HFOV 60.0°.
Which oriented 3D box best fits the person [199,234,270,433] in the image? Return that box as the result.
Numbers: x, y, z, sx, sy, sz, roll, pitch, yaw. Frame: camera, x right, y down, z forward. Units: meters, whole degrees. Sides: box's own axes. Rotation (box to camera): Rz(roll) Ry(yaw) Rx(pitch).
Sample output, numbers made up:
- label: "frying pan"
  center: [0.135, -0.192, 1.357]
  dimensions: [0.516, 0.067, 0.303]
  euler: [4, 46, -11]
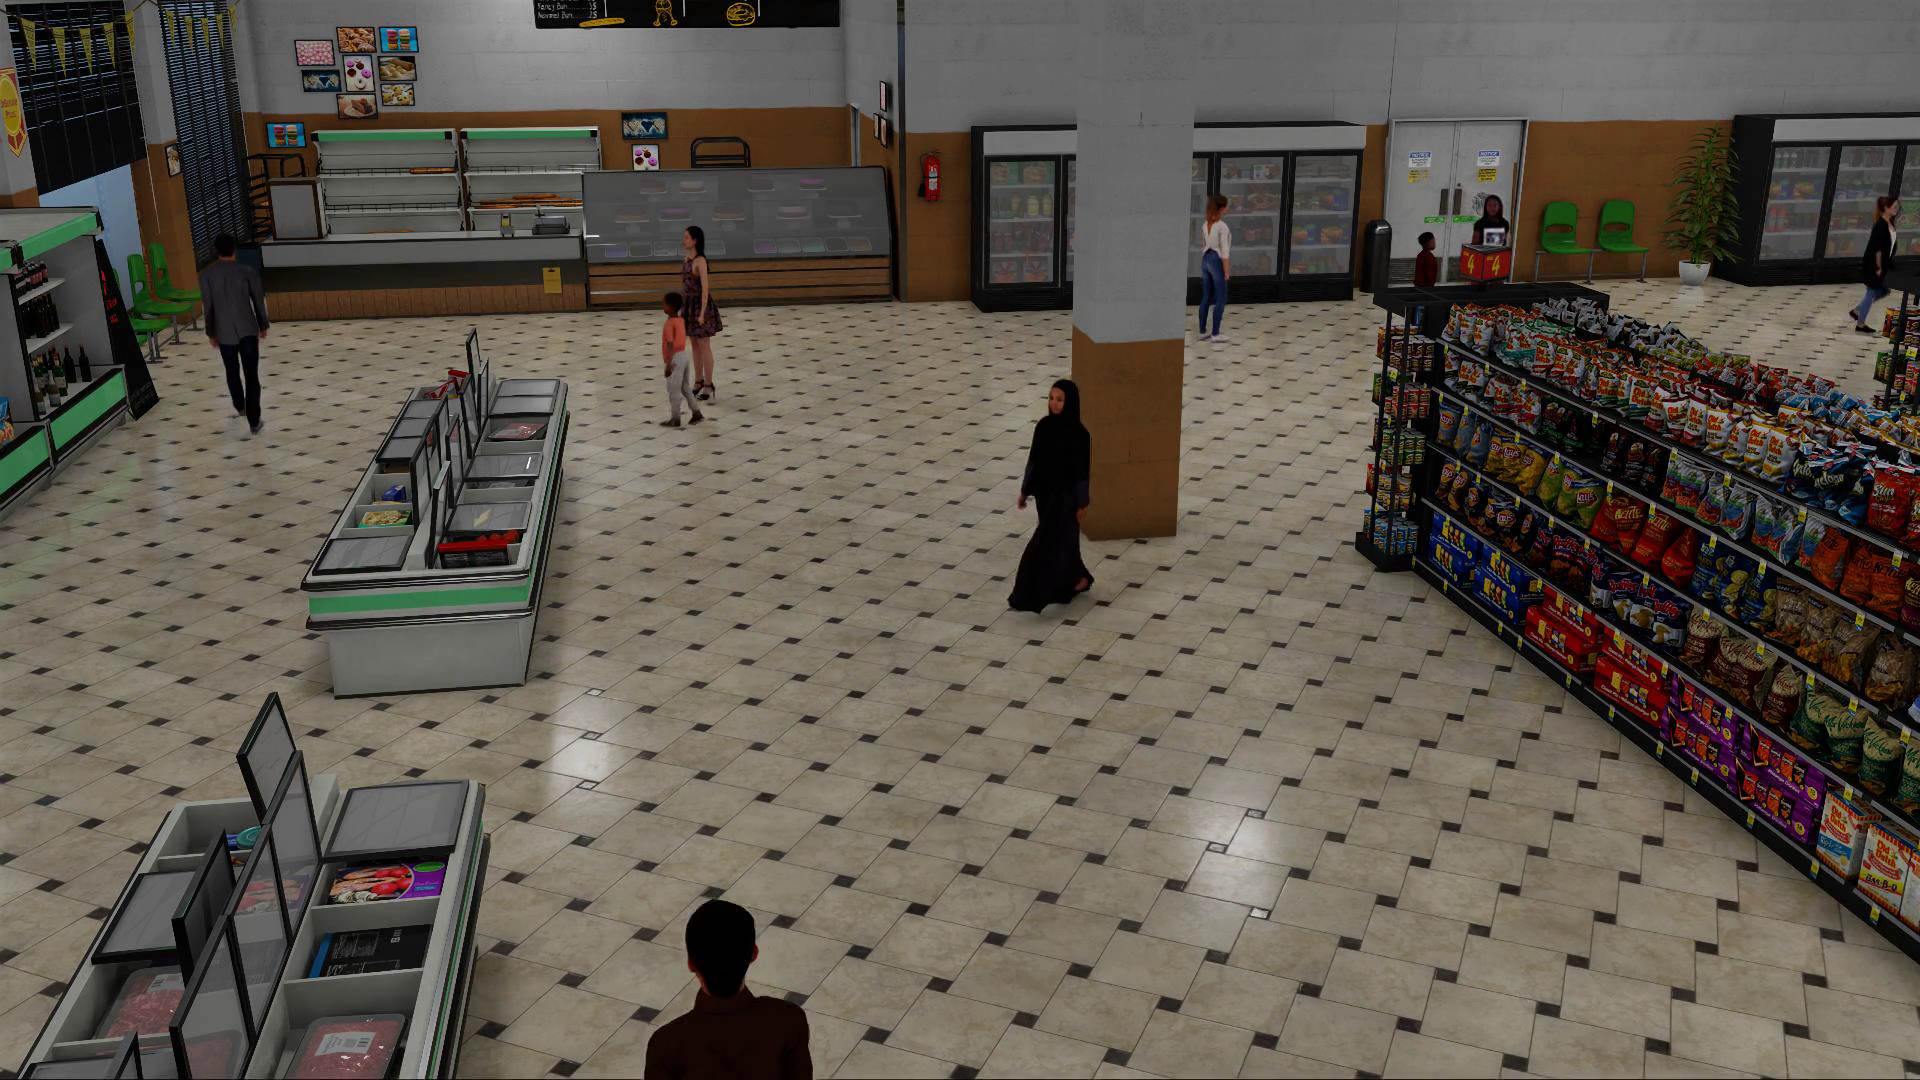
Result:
- label: "person"
  center: [-6.828, -1.920, 15.716]
  dimensions: [0.773, 1.831, 1.128]
  euler: [-5, 19, -16]

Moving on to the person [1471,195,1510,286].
- label: "person"
  center: [6.261, -3.240, 19.878]
  dimensions: [0.695, 1.673, 1.224]
  euler: [-2, 19, -5]

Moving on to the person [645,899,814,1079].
- label: "person"
  center: [-0.596, 1.865, 4.618]
  dimensions: [0.675, 1.749, 0.964]
  euler: [-4, 19, -11]

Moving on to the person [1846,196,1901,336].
- label: "person"
  center: [11.006, -3.325, 20.132]
  dimensions: [0.889, 1.673, 0.829]
  euler: [15, 24, 37]

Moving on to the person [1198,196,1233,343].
- label: "person"
  center: [3.015, -3.216, 19.732]
  dimensions: [0.727, 1.721, 0.568]
  euler: [-11, 21, -29]

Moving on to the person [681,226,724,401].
- label: "person"
  center: [-2.681, -2.315, 16.977]
  dimensions: [0.829, 1.773, 0.736]
  euler: [-11, 22, -30]

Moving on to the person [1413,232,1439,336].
- label: "person"
  center: [5.587, -3.083, 20.069]
  dimensions: [0.555, 1.253, 0.407]
  euler: [-3, 19, -9]

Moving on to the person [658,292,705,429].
- label: "person"
  center: [-2.689, -1.732, 15.945]
  dimensions: [0.707, 1.328, 0.675]
  euler: [6, 20, 18]

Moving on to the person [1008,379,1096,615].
- label: "person"
  center: [0.721, -0.317, 11.311]
  dimensions: [1.006, 1.608, 1.117]
  euler: [-15, 24, -37]
